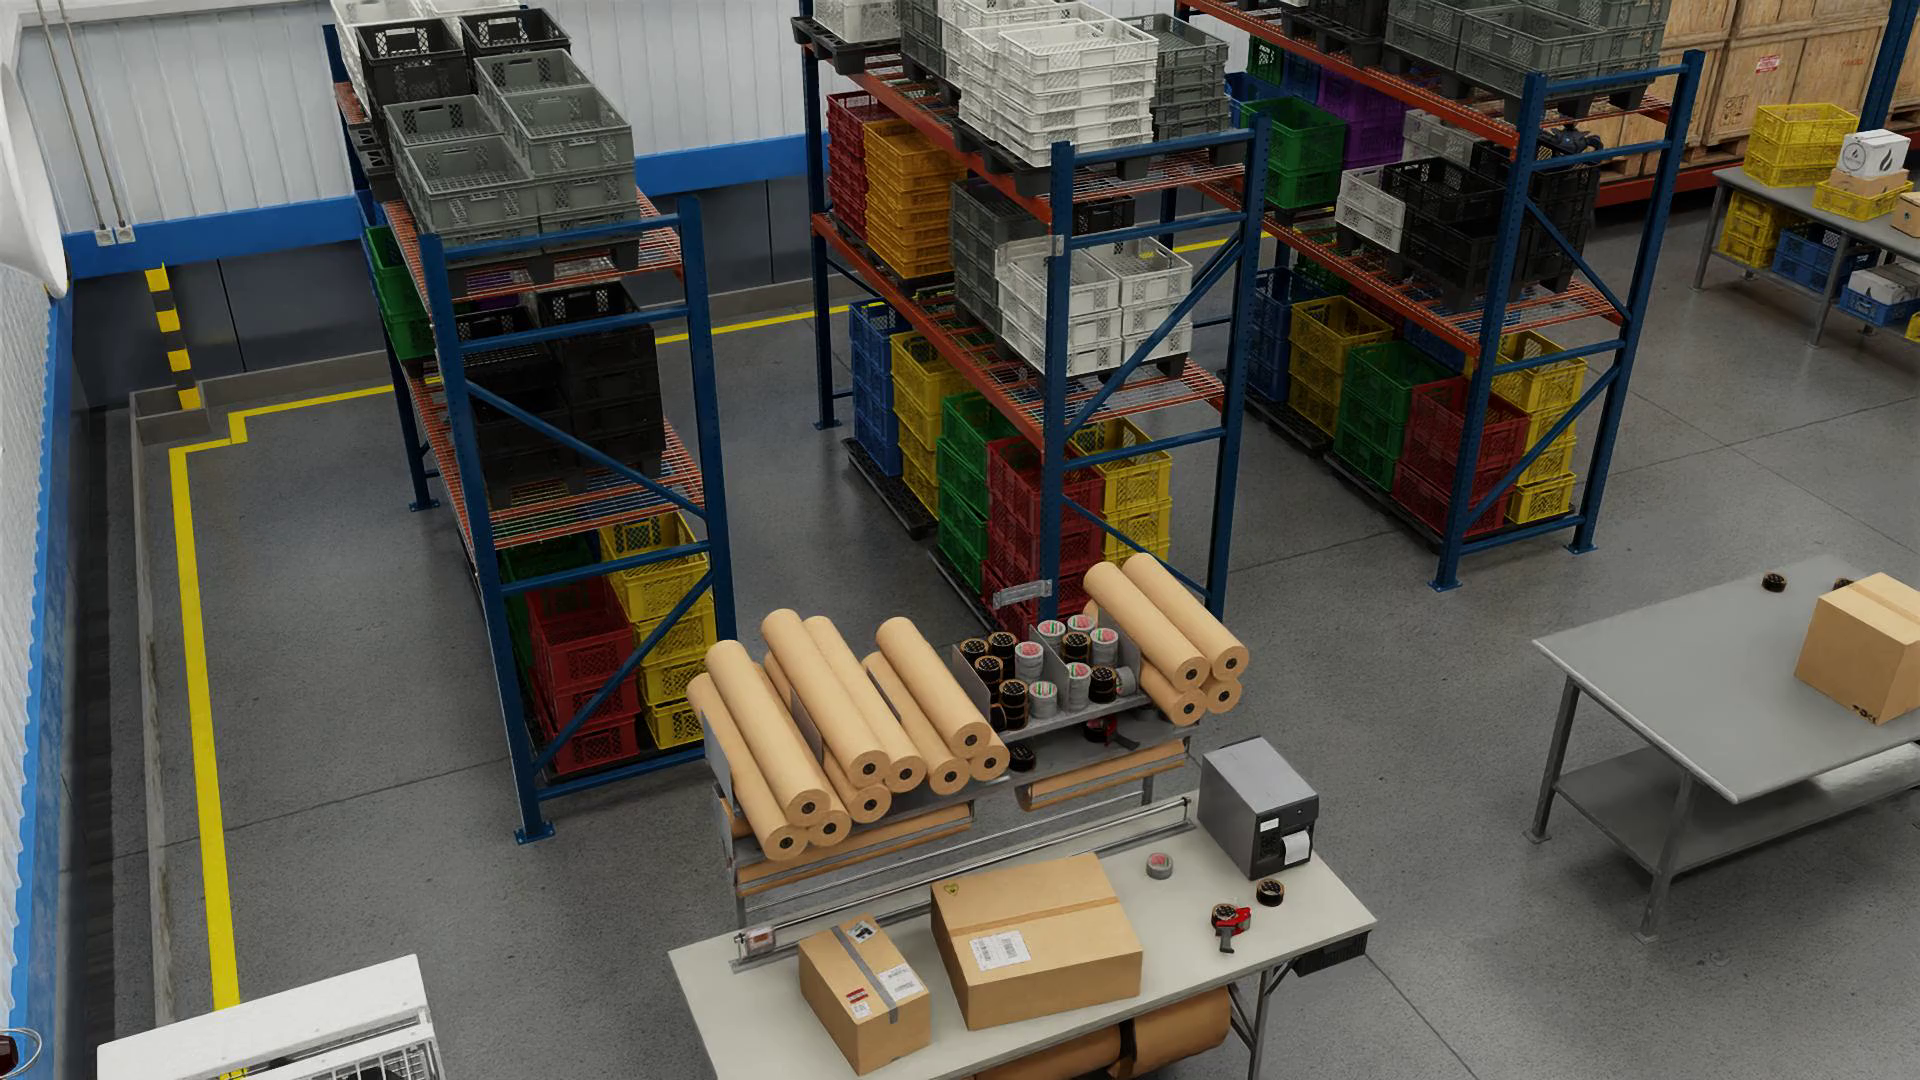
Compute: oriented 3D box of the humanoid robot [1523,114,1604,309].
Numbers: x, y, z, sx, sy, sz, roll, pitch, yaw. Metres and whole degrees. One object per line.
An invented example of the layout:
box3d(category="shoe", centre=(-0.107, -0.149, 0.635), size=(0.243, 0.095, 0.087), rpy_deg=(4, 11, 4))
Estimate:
box3d(category="humanoid robot", centre=(4.632, -2.607, 12.862), size=(0.591, 1.648, 0.331), rpy_deg=(13, 34, 20))
